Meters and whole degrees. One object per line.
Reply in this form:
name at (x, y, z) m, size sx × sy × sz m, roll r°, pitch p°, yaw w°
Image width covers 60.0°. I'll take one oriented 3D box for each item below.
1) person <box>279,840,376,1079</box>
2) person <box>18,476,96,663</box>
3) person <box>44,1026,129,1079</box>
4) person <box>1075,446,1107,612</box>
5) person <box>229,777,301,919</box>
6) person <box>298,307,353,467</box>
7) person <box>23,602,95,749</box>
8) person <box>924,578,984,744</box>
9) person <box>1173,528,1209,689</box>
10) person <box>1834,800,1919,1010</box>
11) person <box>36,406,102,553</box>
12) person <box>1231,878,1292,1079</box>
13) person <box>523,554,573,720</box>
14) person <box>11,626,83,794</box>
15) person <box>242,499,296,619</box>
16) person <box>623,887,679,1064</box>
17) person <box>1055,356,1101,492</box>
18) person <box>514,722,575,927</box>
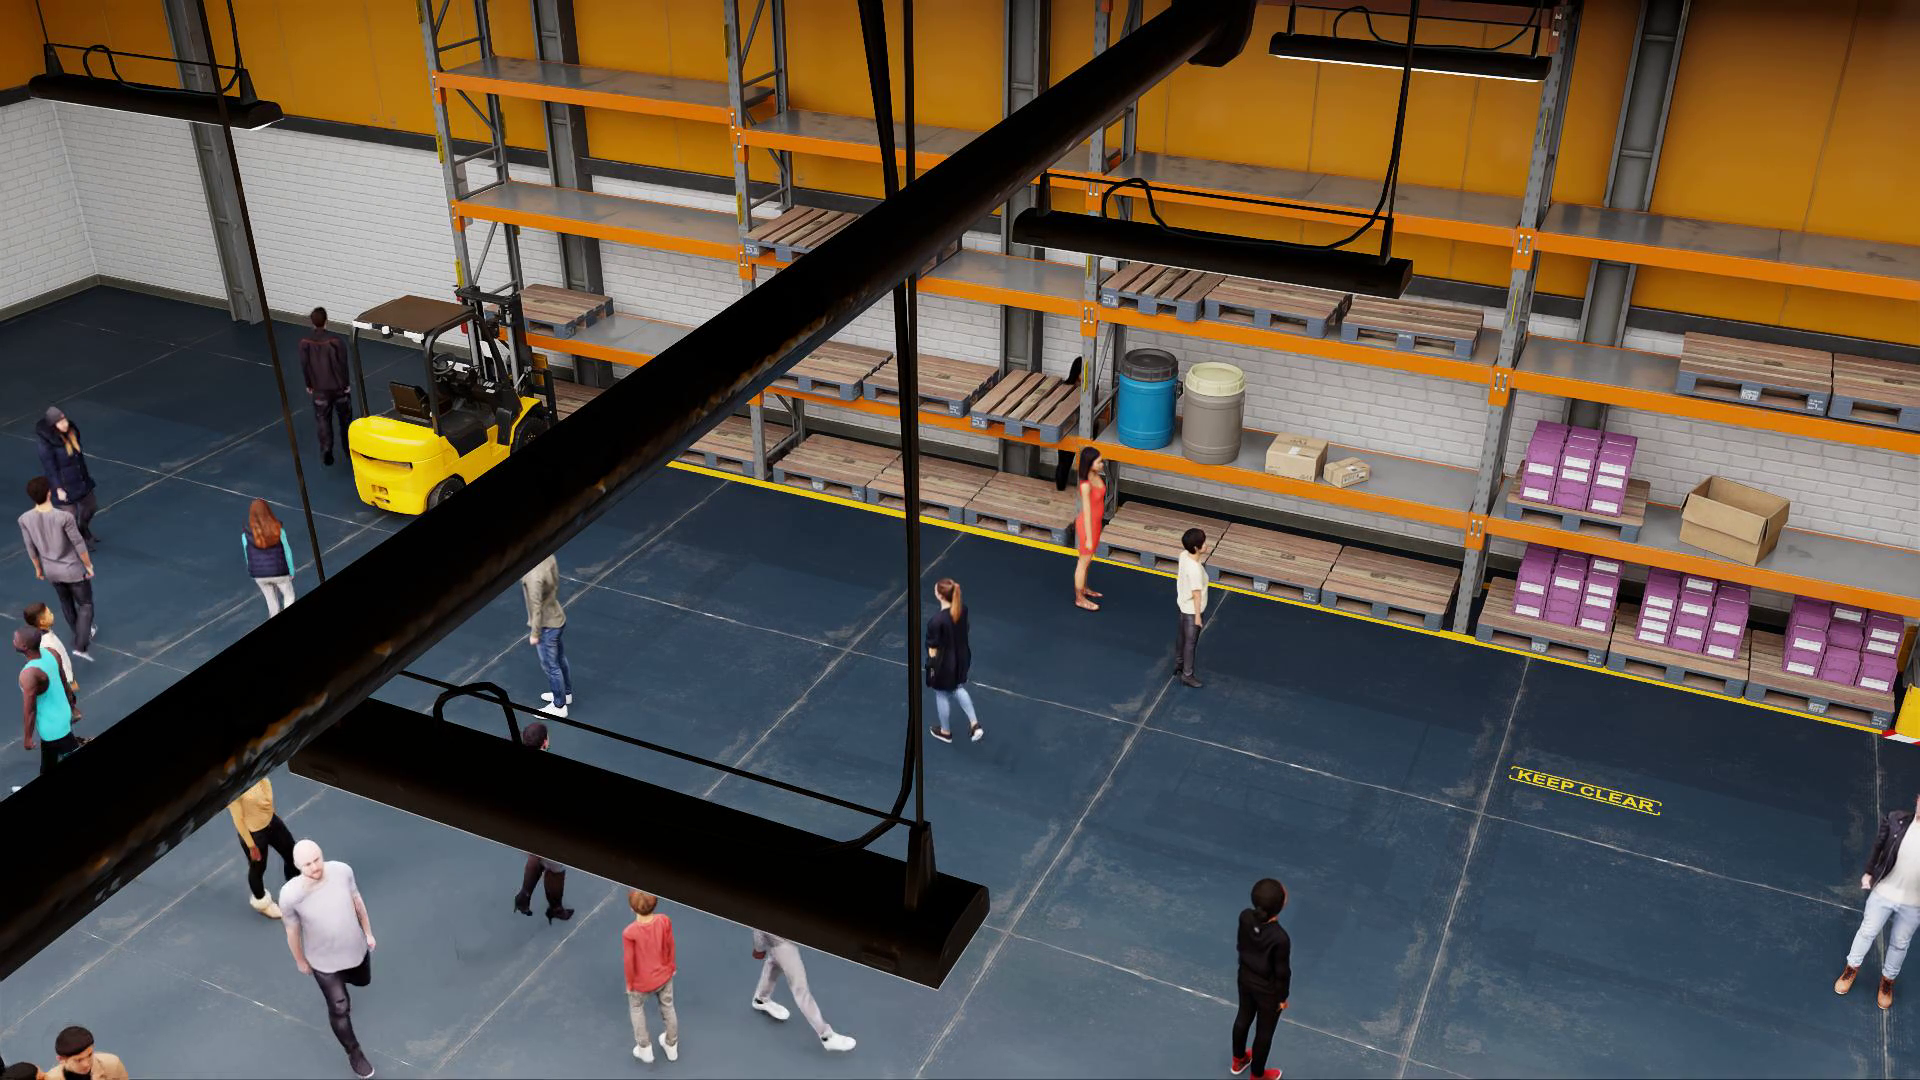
person at (-4.231, 2.712, 11.190) m, size 1.169 × 1.813 × 0.895 m, roll 25°, pitch 37°, yaw 38°
person at (-8.436, 0.285, 15.604) m, size 1.026 × 1.848 × 0.999 m, roll -1°, pitch 29°, yaw -1°
person at (-5.132, 3.492, 9.873) m, size 0.821 × 1.705 × 0.883 m, roll -12°, pitch 31°, yaw -21°
person at (1.280, -0.133, 16.504) m, size 0.578 × 1.719 × 0.630 m, roll 6°, pitch 29°, yaw 10°
person at (-5.302, 2.145, 12.408) m, size 0.804 × 1.643 × 0.680 m, roll 8°, pitch 30°, yaw 14°
person at (-7.326, -1.744, 19.278) m, size 1.083 × 1.890 × 1.081 m, roll -5°, pitch 29°, yaw -8°
person at (-7.855, 1.214, 14.320) m, size 0.731 × 1.447 × 0.627 m, roll -22°, pitch 36°, yaw -35°
person at (-0.030, 1.087, 14.316) m, size 0.803 × 1.673 × 0.932 m, roll -23°, pitch 36°, yaw -36°
person at (2.122, 0.610, 15.279) m, size 0.673 × 1.587 × 0.654 m, roll -5°, pitch 29°, yaw -10°
person at (6.585, 2.456, 11.637) m, size 0.529 × 1.835 × 0.750 m, roll 18°, pitch 33°, yaw 30°
person at (-9.433, -0.628, 17.464) m, size 0.677 × 1.670 × 0.689 m, roll 9°, pitch 30°, yaw 17°
person at (1.981, 2.920, 10.955) m, size 0.735 × 1.674 × 0.625 m, roll -20°, pitch 34°, yaw -32°
person at (-3.656, 0.730, 14.769) m, size 0.745 × 1.866 × 0.783 m, roll 1°, pitch 29°, yaw 1°
person at (-7.224, 1.498, 13.457) m, size 1.214 × 1.774 × 0.974 m, roll -1°, pitch 29°, yaw -2°
person at (-6.592, 0.333, 15.888) m, size 0.687 × 1.491 × 0.753 m, roll -8°, pitch 30°, yaw -14°
person at (-2.070, 2.944, 11.196) m, size 0.631 × 1.401 × 0.676 m, roll -18°, pitch 34°, yaw -30°
person at (1.296, -1.200, 18.361) m, size 0.773 × 1.813 × 0.836 m, roll -9°, pitch 30°, yaw -17°
person at (-3.165, 2.160, 12.280) m, size 0.824 × 1.739 × 0.874 m, roll 25°, pitch 37°, yaw 37°
